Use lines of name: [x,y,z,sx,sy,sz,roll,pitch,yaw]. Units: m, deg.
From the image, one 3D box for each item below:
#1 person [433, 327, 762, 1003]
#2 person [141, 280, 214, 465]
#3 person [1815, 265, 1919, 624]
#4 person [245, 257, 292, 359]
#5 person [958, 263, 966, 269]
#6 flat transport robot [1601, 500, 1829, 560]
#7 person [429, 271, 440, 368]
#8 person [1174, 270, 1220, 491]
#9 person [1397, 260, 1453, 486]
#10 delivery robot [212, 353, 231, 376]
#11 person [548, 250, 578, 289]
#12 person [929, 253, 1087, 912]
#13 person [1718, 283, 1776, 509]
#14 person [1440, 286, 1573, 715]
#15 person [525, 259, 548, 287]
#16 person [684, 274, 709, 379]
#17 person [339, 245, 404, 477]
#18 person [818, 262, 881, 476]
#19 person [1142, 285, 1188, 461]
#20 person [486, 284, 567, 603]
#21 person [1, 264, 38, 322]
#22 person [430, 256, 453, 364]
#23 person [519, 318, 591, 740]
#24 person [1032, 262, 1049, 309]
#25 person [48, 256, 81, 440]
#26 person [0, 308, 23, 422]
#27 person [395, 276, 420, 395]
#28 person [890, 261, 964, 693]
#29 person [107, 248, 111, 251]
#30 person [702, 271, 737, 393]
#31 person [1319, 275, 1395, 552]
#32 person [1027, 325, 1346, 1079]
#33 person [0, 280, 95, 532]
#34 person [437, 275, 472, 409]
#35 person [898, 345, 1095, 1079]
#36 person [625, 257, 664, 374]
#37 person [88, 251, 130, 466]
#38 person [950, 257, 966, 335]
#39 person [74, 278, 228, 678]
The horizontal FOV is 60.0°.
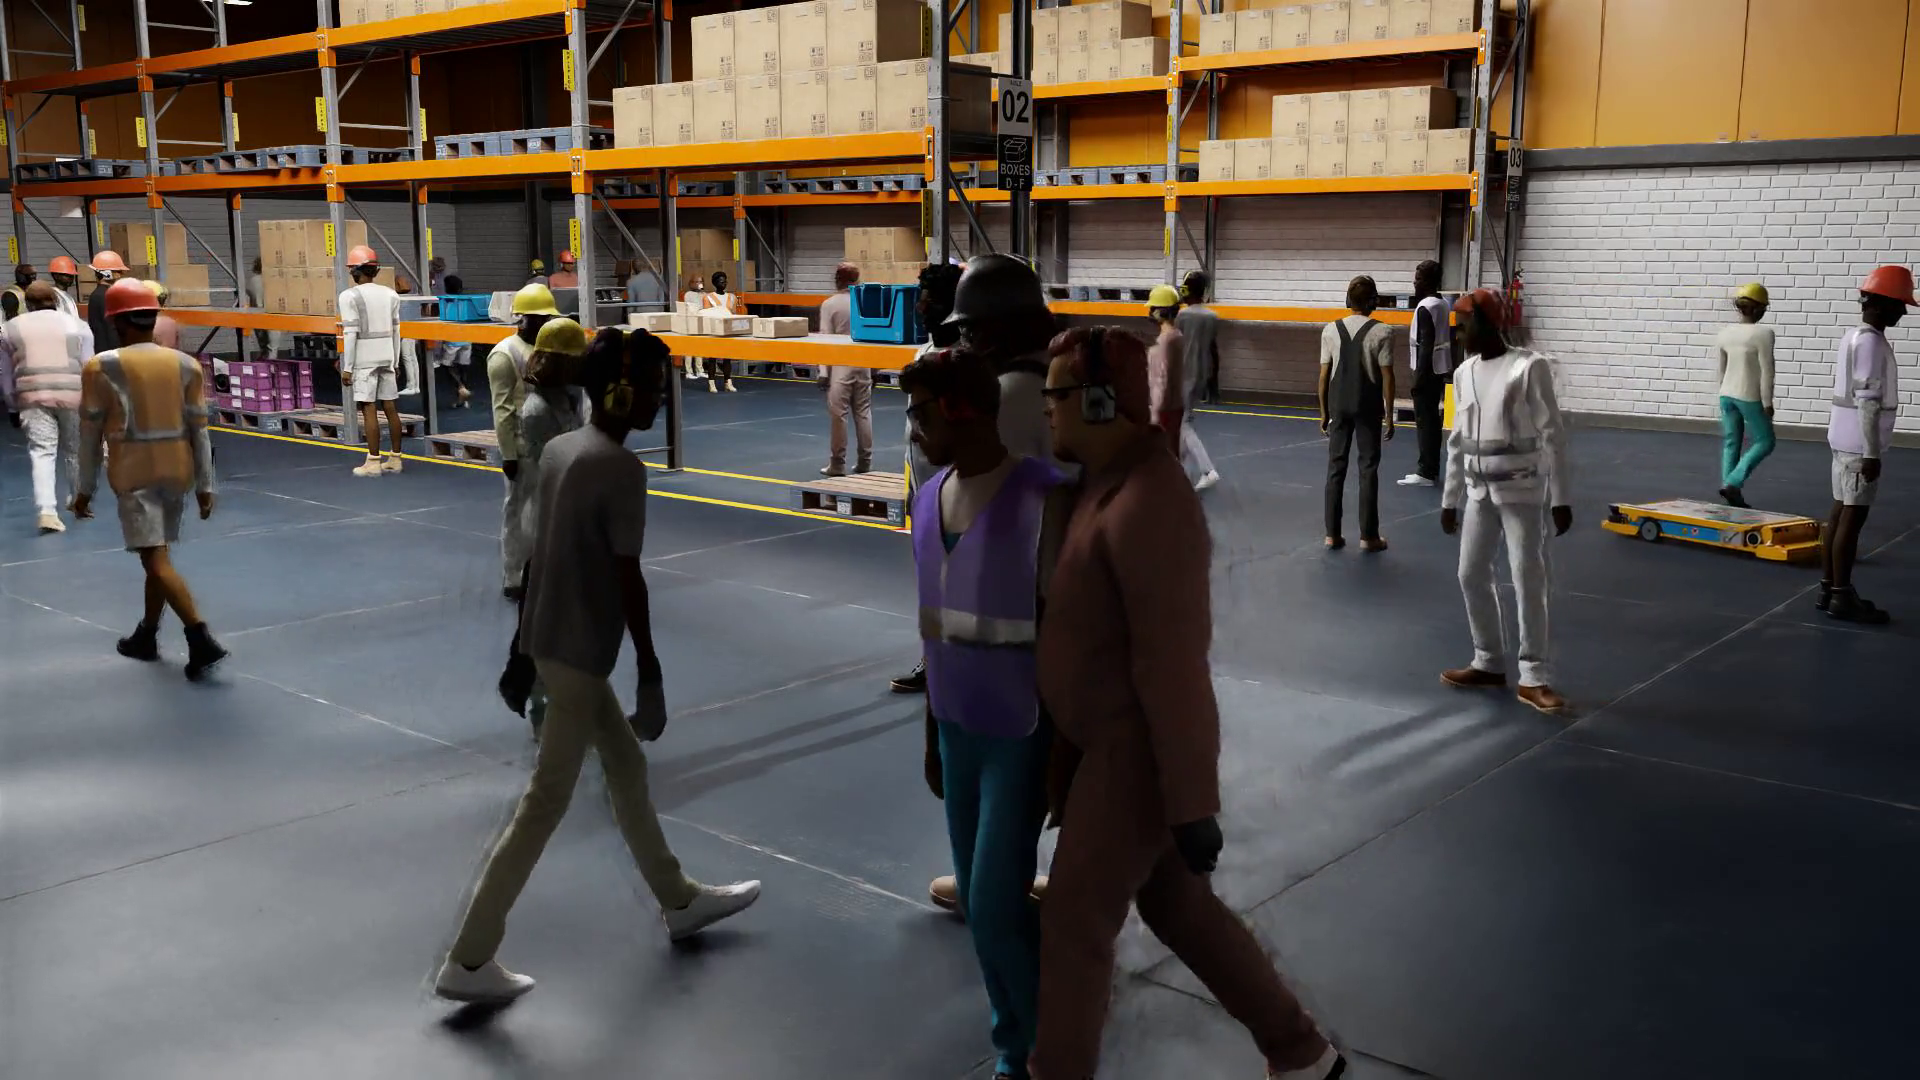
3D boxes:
person: [-1.038,0.334,4.564,1.006,1.814,0.566,-6,12,-32]
person: [-6.831,-1.359,14.322,0.574,1.749,0.539,1,10,4]
person: [4.942,-0.520,9.064,0.375,1.928,0.542,3,10,18]
person: [-10.045,-3.136,24.098,0.638,1.902,0.935,-1,10,-6]
person: [0.176,-1.687,15.848,0.641,1.868,0.933,-2,10,-9]
flat transport robot: [5.184,-0.090,11.330,0.652,0.197,1.431,-6,11,-29]
person: [-8.988,-3.733,28.196,0.286,1.633,0.499,0,10,-2]
person: [1.926,-1.342,13.985,0.522,1.839,0.828,-8,13,-38]
person: [3.995,-1.417,14.196,0.379,1.917,0.597,5,11,27]
delivery robot: [-10.494,-2.378,23.280,0.707,0.478,0.477,-1,10,-3]
person: [-6.001,-3.438,25.485,0.624,1.991,0.393,-7,12,-36]
person: [0.174,0.142,4.970,0.632,2.000,0.728,5,11,26]
person: [5.998,-1.078,12.705,0.357,1.753,0.552,-4,11,-20]
person: [2.440,-0.177,7.347,0.348,1.862,0.732,-5,11,-28]
person: [-7.186,-3.881,28.474,0.404,1.832,0.589,9,14,43]
person: [-4.094,-3.316,25.853,0.285,1.625,0.494,6,12,32]
person: [-5.244,-1.581,14.772,0.397,2.044,0.609,6,12,30]
person: [-0.990,-1.514,14.821,0.647,1.897,0.406,-8,13,-37]
person: [1.450,-0.933,11.896,0.342,1.763,0.541,3,10,16]
person: [-2.436,-0.551,9.551,0.405,1.823,0.591,4,11,23]
person: [-11.159,-2.387,19.968,0.428,1.836,0.626,1,10,8]
person: [-9.012,-3.975,28.875,0.420,1.877,0.671,-3,10,-15]
person: [-1.643,-0.045,6.892,0.313,1.740,0.486,1,10,4]
person: [0.654,-1.877,16.790,0.382,1.924,0.594,8,13,37]
person: [-9.439,-2.026,17.609,0.372,1.935,0.551,-3,10,-15]
person: [-11.287,-2.159,19.350,0.862,1.586,0.499,4,11,21]
person: [-7.697,-2.829,23.049,0.280,1.632,0.501,1,10,4]
person: [-0.066,-0.245,7.386,0.362,1.966,0.611,-6,12,-32]
person: [-11.944,-3.126,23.628,0.663,2.017,0.652,-8,13,-39]
person: [-3.349,-2.903,23.285,0.540,1.698,0.316,-7,12,-34]
person: [2.653,-0.839,11.116,0.514,1.843,0.327,6,12,32]
person: [0.459,0.463,3.657,0.856,1.868,0.649,2,10,9]
person: [-6.559,-0.972,12.042,0.658,1.785,0.987,-5,11,-25]
person: [-6.305,-2.475,20.867,0.397,1.687,0.533,6,12,30]
person: [0.057,0.463,3.841,0.507,1.801,0.642,-8,13,-38]
person: [-4.835,-3.428,25.760,0.655,1.890,0.882,-7,12,-34]
person: [-7.804,-1.658,15.352,0.381,1.994,0.622,-8,13,-38]
person: [-0.088,-1.589,15.101,0.605,1.944,0.403,-7,12,-36]
person: [-3.827,-0.296,7.922,0.993,1.900,0.556,8,13,37]
